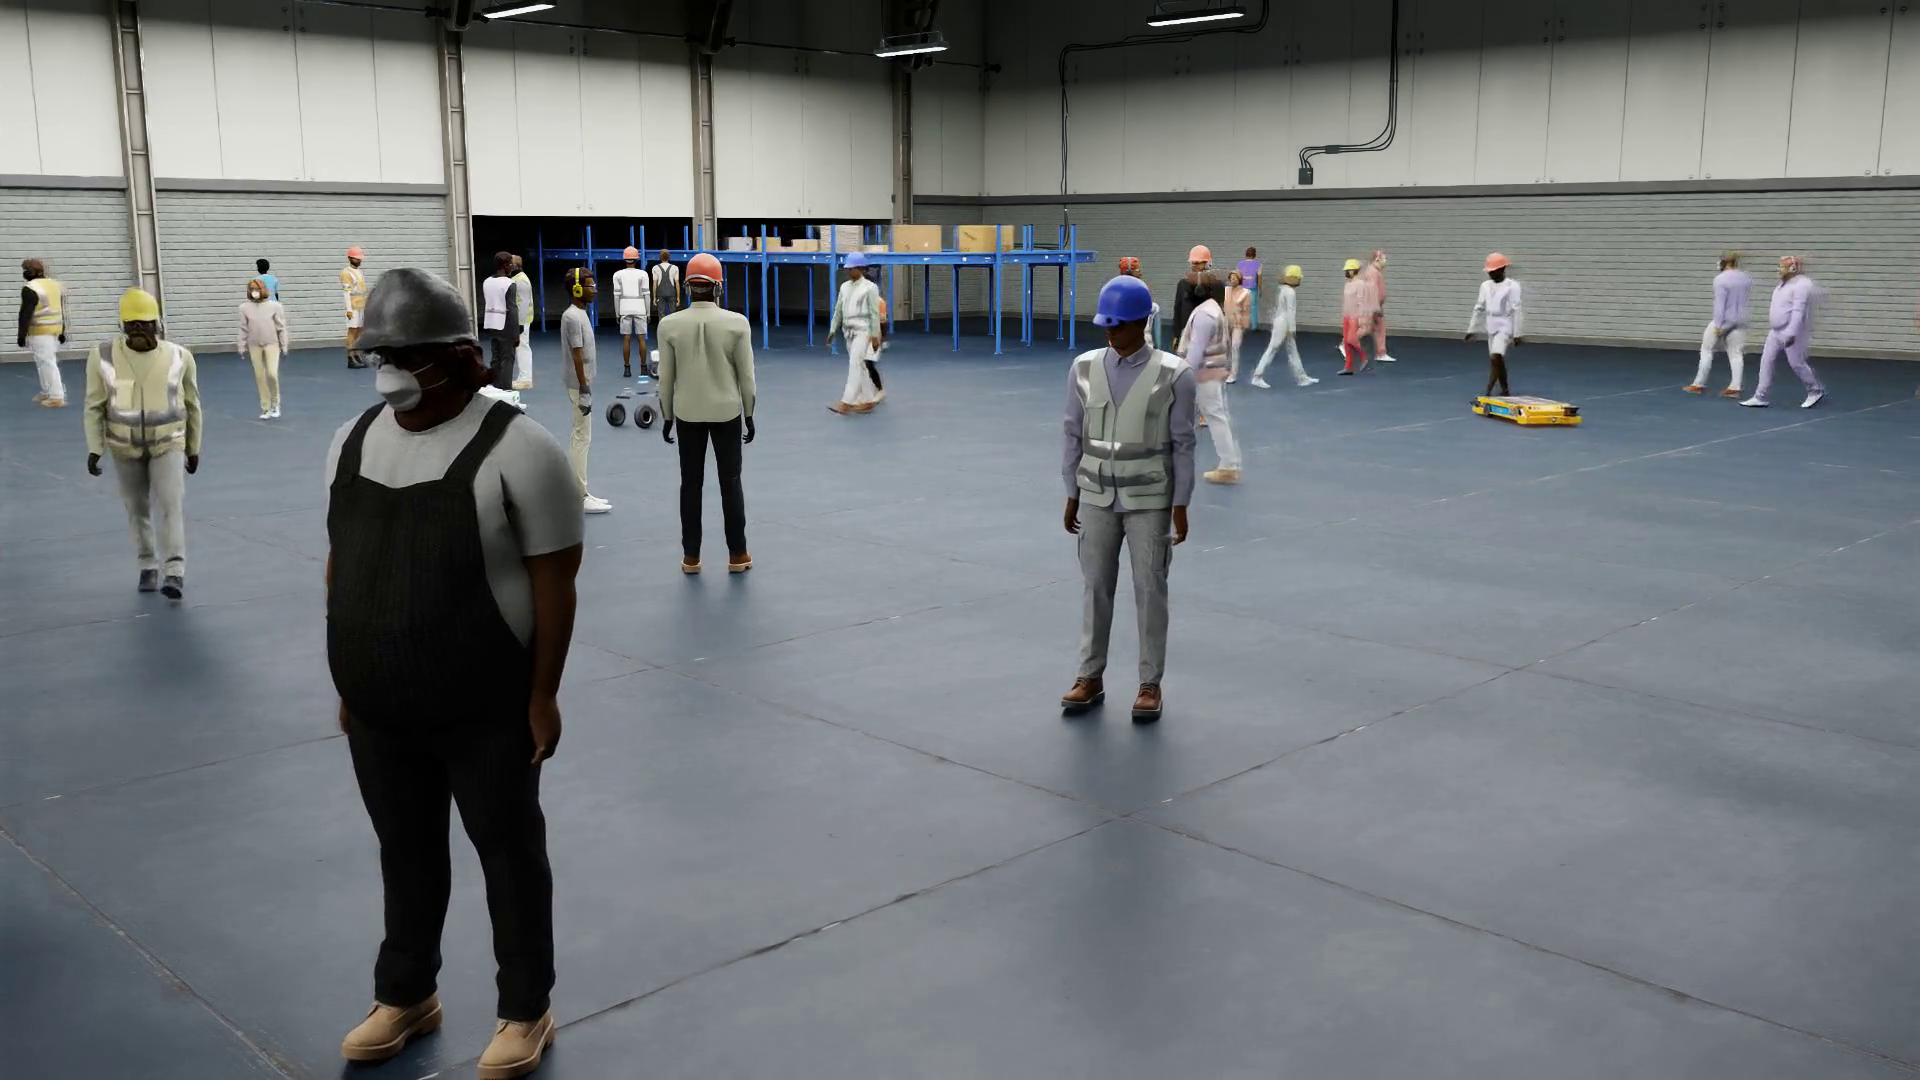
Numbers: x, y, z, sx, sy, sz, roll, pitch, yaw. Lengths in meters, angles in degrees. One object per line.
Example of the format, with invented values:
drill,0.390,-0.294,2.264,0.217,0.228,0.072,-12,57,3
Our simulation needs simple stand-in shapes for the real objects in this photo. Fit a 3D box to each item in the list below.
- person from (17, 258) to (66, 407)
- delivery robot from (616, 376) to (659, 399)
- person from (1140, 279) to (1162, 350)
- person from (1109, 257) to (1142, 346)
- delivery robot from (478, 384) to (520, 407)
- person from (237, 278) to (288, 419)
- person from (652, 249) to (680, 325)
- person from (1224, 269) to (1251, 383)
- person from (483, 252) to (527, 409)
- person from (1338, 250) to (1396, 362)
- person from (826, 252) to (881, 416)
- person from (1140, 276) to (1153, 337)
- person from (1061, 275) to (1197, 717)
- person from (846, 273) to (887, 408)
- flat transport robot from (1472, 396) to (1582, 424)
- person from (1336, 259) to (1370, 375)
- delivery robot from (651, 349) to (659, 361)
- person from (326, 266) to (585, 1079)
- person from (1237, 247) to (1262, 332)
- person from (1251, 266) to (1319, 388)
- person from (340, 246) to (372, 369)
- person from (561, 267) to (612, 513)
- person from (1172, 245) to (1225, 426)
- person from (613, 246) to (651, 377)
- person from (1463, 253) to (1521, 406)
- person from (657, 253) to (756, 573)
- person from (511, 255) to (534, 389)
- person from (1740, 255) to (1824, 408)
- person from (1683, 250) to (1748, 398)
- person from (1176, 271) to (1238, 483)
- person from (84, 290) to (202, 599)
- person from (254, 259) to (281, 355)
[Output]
person,-11.440,-2.562,20.595,0.673,1.819,0.655,0,10,2
delivery robot,-3.551,-1.724,18.633,0.335,0.223,0.698,6,12,31
person,2.021,-2.133,18.796,0.528,1.626,0.437,-1,10,-6
person,1.756,-2.030,17.527,0.354,1.883,0.572,-1,10,-4
delivery robot,-5.205,-1.519,18.227,0.707,0.478,0.477,-1,11,-7
person,-8.034,-2.196,19.135,0.534,1.616,0.474,-2,11,-8
person,-5.665,-4.678,32.071,0.520,1.844,0.330,-2,11,-11
person,3.893,-3.046,23.757,0.532,1.618,0.406,8,13,36
person,-5.586,-2.551,20.298,0.592,1.912,0.382,8,13,39
person,6.874,-3.937,27.964,0.879,1.873,0.634,5,12,27
person,-1.285,-2.423,19.610,0.774,1.920,0.616,-9,14,-41
person,2.414,-2.927,23.179,0.518,1.608,0.766,4,11,19
person,0.730,-0.185,7.319,0.605,1.937,0.412,5,12,26
person,-1.135,-2.499,20.702,0.541,1.657,0.870,7,13,34
flat transport robot,6.536,-1.513,19.224,0.652,0.197,1.431,-1,10,-7
person,5.968,-3.383,25.261,0.421,1.750,0.539,-3,11,-18
delivery robot,-4.219,-2.714,24.741,0.707,0.478,0.477,2,11,12
person,-1.305,0.366,4.149,0.684,2.000,0.536,3,11,17
person,6.368,-5.520,36.655,0.564,1.846,0.392,5,11,25
person,4.530,-2.963,23.142,0.951,1.685,0.494,1,10,5
person,-9.673,-3.732,26.679,0.382,1.930,0.547,1,10,7
person,-2.896,-1.158,12.811,0.328,1.872,0.514,-3,11,-16
person,2.650,-2.277,18.566,0.612,1.997,0.376,6,12,31
person,-4.915,-3.427,24.987,0.543,1.942,0.354,0,10,-2
person,6.545,-2.563,20.427,0.897,1.879,0.598,-5,12,-27
person,-1.585,-0.793,10.475,0.611,1.996,0.378,0,10,-3
person,-6.125,-3.019,23.039,0.429,1.839,0.634,-4,11,-20
person,10.226,-2.561,20.469,0.938,1.873,0.641,-1,10,-6
person,10.004,-2.850,21.925,0.629,1.902,0.883,-5,12,-27
person,1.981,-1.399,14.316,0.941,1.791,0.657,2,11,9
person,-4.749,-0.546,9.692,0.609,1.784,0.934,-4,11,-22
person,-12.248,-4.110,29.369,0.320,1.699,0.531,6,12,28
